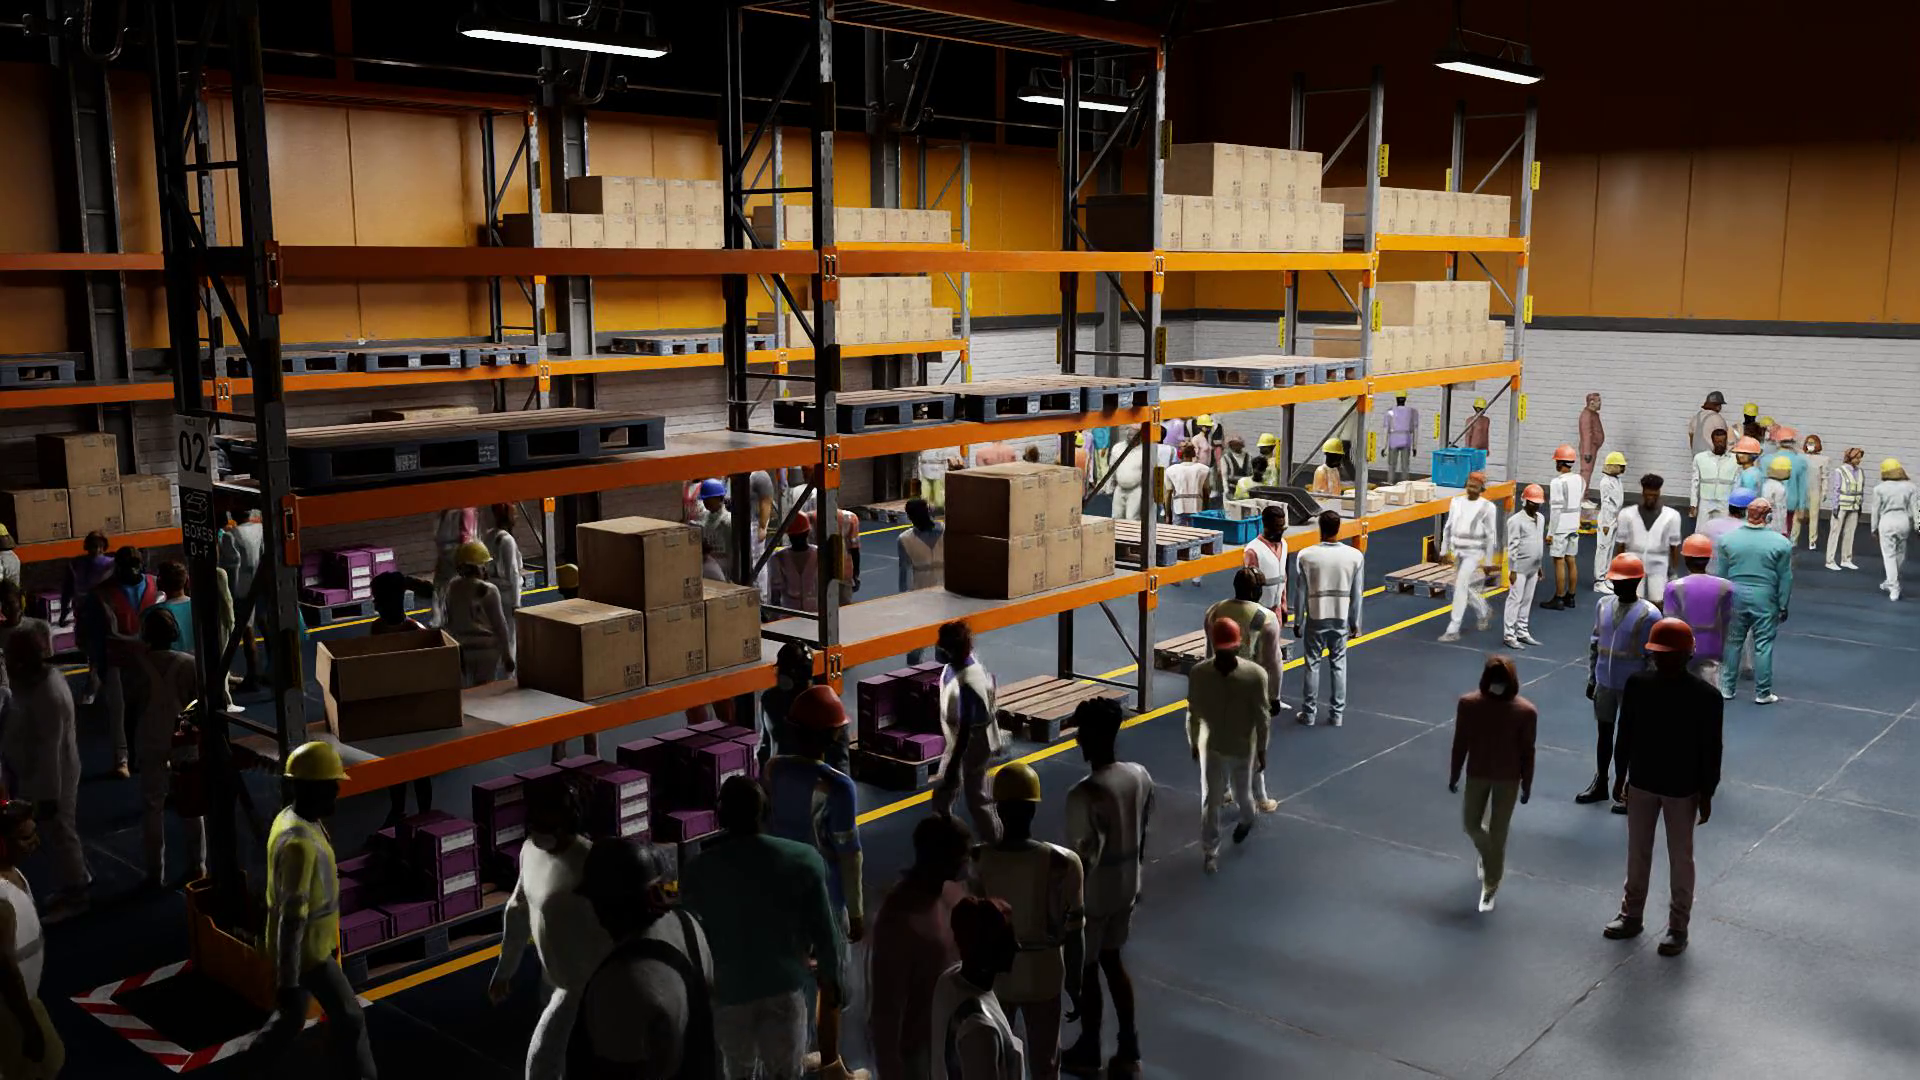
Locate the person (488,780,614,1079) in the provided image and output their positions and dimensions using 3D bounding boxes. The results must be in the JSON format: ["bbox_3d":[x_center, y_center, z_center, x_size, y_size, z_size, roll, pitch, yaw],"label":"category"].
[{"bbox_3d":[-1.753,1.930,7.129,0.659,1.911,0.707,-7,12,-34],"label":"person"}]

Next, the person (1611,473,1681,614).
[{"bbox_3d":[6.934,0.289,16.824,0.617,1.950,0.412,5,11,26],"label":"person"}]

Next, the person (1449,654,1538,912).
[{"bbox_3d":[3.390,1.500,10.566,0.517,1.618,0.557,5,11,28],"label":"person"}]

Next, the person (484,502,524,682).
[{"bbox_3d":[-4.244,0.542,15.511,0.337,1.883,0.583,-7,12,-35],"label":"person"}]

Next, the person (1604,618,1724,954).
[{"bbox_3d":[4.164,1.435,9.854,0.382,1.993,0.622,-8,13,-41],"label":"person"}]

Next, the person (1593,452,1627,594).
[{"bbox_3d":[8.022,-0.220,20.485,0.294,1.744,0.487,7,12,37],"label":"person"}]

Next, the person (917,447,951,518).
[{"bbox_3d":[-0.362,-0.959,24.415,0.616,1.898,0.730,7,12,36],"label":"person"}]

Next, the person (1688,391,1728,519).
[{"bbox_3d":[11.897,-1.349,26.336,0.535,2.000,0.684,-3,10,-16],"label":"person"}]

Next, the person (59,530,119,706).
[{"bbox_3d":[-8.021,0.683,15.469,0.553,1.607,0.684,0,10,-1],"label":"person"}]

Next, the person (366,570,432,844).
[{"bbox_3d":[-3.886,1.172,11.511,0.605,1.966,0.367,6,11,33],"label":"person"}]

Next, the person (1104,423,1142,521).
[{"bbox_3d":[2.310,-0.665,22.719,0.699,1.883,0.478,6,11,33],"label":"person"}]

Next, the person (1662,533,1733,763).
[{"bbox_3d":[5.935,0.895,13.412,0.547,1.896,0.995,2,10,11],"label":"person"}]

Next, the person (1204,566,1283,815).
[{"bbox_3d":[2.109,1.103,12.294,0.633,1.841,0.429,8,13,41],"label":"person"}]

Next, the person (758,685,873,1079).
[{"bbox_3d":[-0.690,1.704,8.106,0.615,2.042,0.376,8,12,39],"label":"person"}]

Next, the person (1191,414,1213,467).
[{"bbox_3d":[3.674,-1.023,25.209,0.323,1.769,0.523,7,12,37],"label":"person"}]

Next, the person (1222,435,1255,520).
[{"bbox_3d":[3.957,-0.685,23.606,0.548,1.625,0.338,-2,10,-12],"label":"person"}]

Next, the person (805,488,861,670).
[{"bbox_3d":[-1.282,0.325,16.567,0.606,1.967,0.367,0,10,3],"label":"person"}]

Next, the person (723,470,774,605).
[{"bbox_3d":[-2.523,-0.193,19.435,0.536,2.000,0.688,-9,13,-42],"label":"person"}]

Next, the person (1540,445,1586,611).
[{"bbox_3d":[7.039,-0.144,19.447,0.542,1.939,0.369,-7,12,-34],"label":"person"}]

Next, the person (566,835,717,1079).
[{"bbox_3d":[-1.169,2.041,6.097,0.541,2.000,0.709,1,10,8],"label":"person"}]

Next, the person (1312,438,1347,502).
[{"bbox_3d":[4.526,-0.297,20.442,0.409,1.918,0.584,5,11,28],"label":"person"}]

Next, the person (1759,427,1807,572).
[{"bbox_3d":[10.495,-0.451,21.205,0.627,1.965,0.743,0,10,-3],"label":"person"}]

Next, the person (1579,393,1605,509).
[{"bbox_3d":[10.446,-1.478,27.524,0.402,1.904,0.676,5,11,26],"label":"person"}]

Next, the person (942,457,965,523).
[{"bbox_3d":[-0.047,-0.235,20.884,0.307,1.641,0.513,-5,11,-28],"label":"person"}]

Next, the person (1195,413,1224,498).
[{"bbox_3d":[4.195,-1.574,28.367,0.561,1.819,1.005,8,12,39],"label":"person"}]

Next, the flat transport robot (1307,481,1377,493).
[{"bbox_3d":[6.612,-0.868,28.742,1.431,0.197,0.652,-6,11,-32],"label":"flat transport robot"}]

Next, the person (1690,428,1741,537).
[{"bbox_3d":[9.789,-0.495,21.594,0.597,1.921,0.383,2,10,11],"label":"person"}]

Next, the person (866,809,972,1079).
[{"bbox_3d":[-0.205,2.019,6.637,0.441,1.926,0.807,4,10,25],"label":"person"}]

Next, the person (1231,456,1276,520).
[{"bbox_3d":[3.737,-0.259,20.957,0.538,1.663,0.838,6,11,34],"label":"person"}]

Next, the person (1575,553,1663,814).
[{"bbox_3d":[4.888,1.050,12.324,0.355,1.938,0.545,-7,12,-35],"label":"person"}]

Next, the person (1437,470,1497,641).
[{"bbox_3d":[5.501,0.158,17.955,0.836,1.851,0.594,-5,11,-29],"label":"person"}]

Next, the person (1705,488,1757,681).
[{"bbox_3d":[7.458,0.432,16.101,0.601,1.917,0.625,-4,10,-21],"label":"person"}]

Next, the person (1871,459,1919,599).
[{"bbox_3d":[11.356,-0.141,20.205,0.558,1.679,0.827,2,10,12],"label":"person"}]

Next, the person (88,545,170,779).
[{"bbox_3d":[-6.530,0.951,13.198,0.624,1.845,0.430,-7,12,-36],"label":"person"}]

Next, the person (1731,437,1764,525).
[{"bbox_3d":[9.113,-0.185,19.377,0.368,2.045,0.614,5,11,27],"label":"person"}]

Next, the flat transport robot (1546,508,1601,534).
[{"bbox_3d":[9.554,-0.292,25.299,1.431,0.197,0.652,-9,13,-44],"label":"flat transport robot"}]

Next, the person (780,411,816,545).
[{"bbox_3d":[-2.180,-0.786,22.980,0.611,2.040,0.393,0,10,2],"label":"person"}]

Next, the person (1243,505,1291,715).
[{"bbox_3d":[2.746,0.622,14.974,0.402,1.909,0.599,8,12,40],"label":"person"}]

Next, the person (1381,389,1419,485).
[{"bbox_3d":[7.552,-1.658,28.547,0.597,1.924,0.383,1,10,8],"label":"person"}]

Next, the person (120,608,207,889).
[{"bbox_3d":[-5.154,1.351,10.834,0.502,1.840,0.346,-5,11,-26],"label":"person"}]

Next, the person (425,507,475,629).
[{"bbox_3d":[-5.523,0.135,18.256,0.589,1.792,0.951,6,11,31],"label":"person"}]

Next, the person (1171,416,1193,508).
[{"bbox_3d":[3.651,-1.317,27.223,0.501,1.688,0.876,8,12,39],"label":"person"}]
